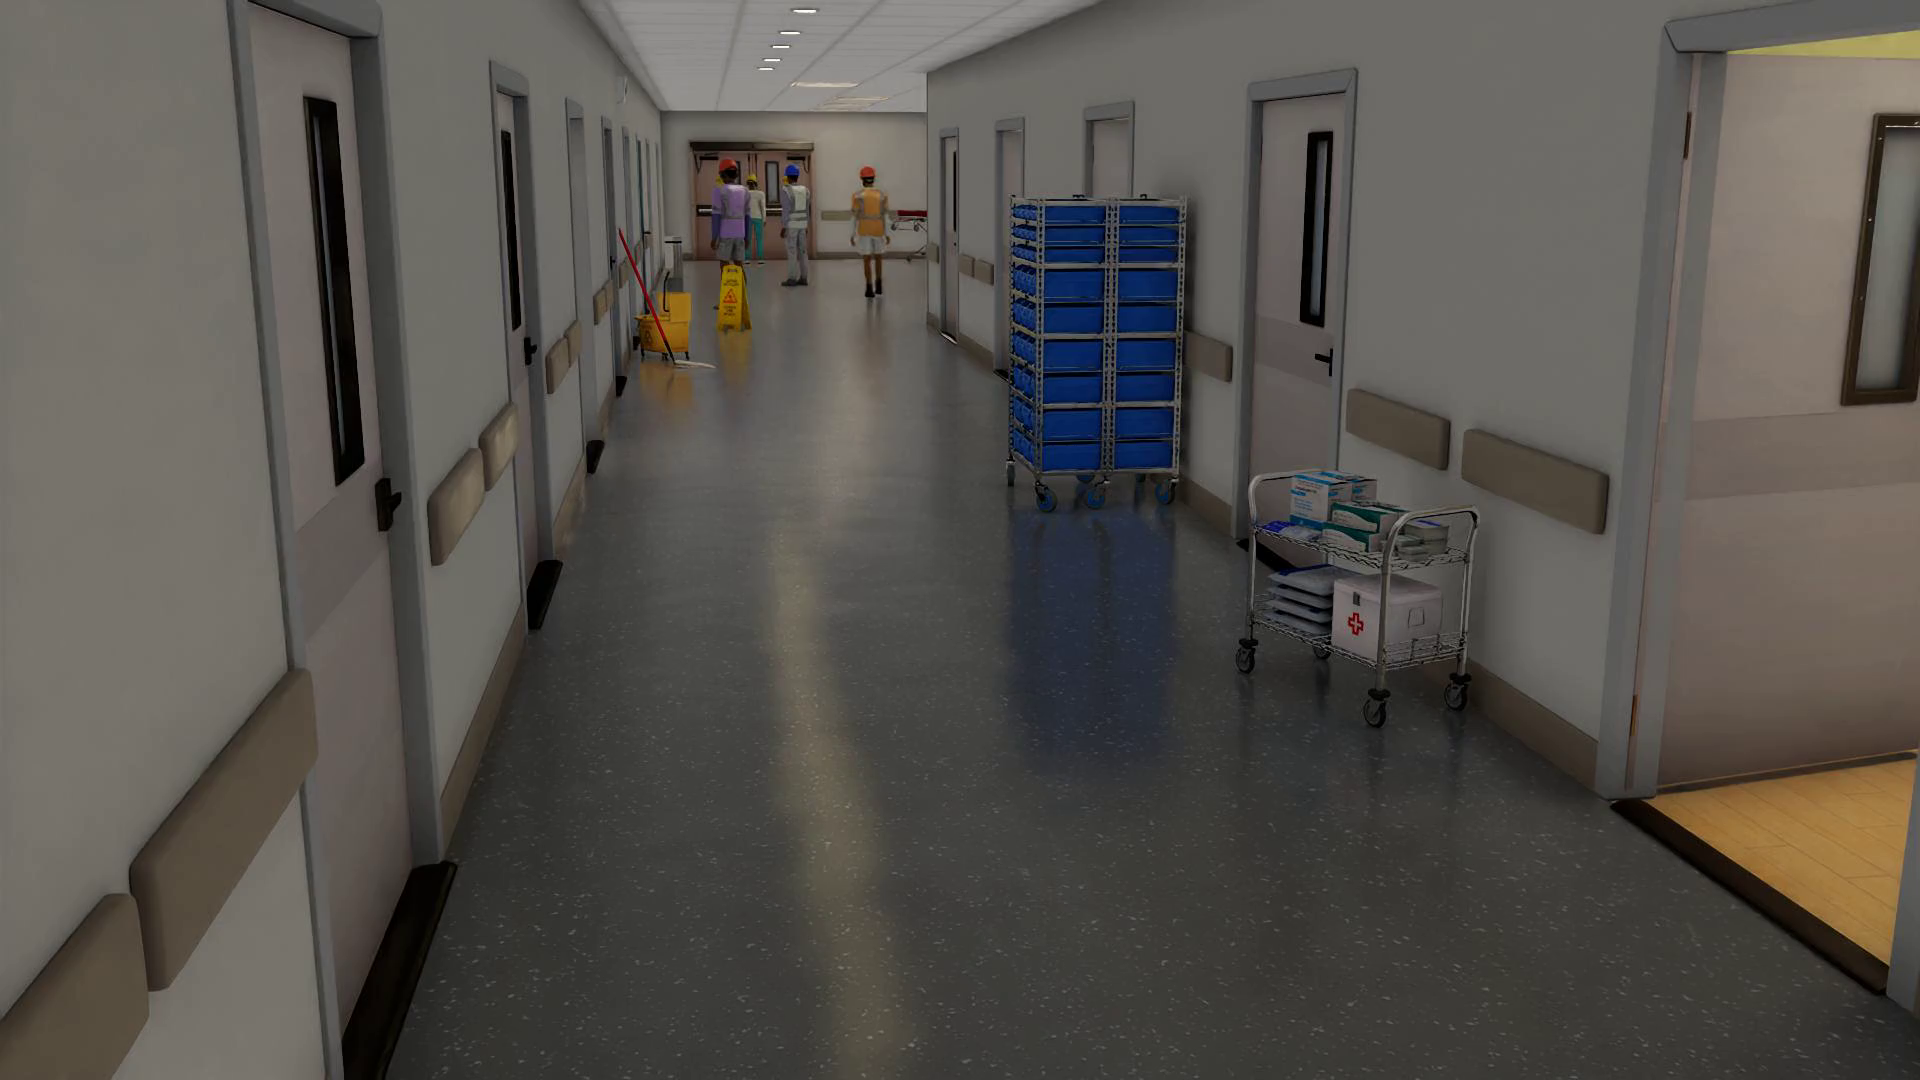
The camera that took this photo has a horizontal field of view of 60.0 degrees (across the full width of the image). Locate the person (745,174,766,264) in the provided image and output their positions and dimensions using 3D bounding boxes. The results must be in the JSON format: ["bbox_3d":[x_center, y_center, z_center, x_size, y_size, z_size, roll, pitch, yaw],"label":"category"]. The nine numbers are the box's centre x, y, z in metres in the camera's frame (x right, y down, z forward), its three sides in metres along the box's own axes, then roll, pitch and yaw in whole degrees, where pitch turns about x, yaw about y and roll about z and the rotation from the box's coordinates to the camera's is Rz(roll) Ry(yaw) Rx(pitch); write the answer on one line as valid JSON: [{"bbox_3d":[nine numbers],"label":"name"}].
[{"bbox_3d":[-4.109,-6.359,33.008,0.525,1.769,0.310,0,13,-2],"label":"person"}]

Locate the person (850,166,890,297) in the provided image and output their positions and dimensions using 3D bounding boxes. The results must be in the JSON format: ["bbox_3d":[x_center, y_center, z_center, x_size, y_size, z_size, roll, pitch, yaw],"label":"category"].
[{"bbox_3d":[-1.357,-4.581,24.743,0.581,1.924,0.491,-3,13,-15],"label":"person"}]

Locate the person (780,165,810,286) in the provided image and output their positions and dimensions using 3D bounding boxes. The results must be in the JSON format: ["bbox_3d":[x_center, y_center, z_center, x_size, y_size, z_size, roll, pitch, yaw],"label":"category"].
[{"bbox_3d":[-2.687,-5.098,26.995,0.389,1.946,0.614,10,16,37],"label":"person"}]

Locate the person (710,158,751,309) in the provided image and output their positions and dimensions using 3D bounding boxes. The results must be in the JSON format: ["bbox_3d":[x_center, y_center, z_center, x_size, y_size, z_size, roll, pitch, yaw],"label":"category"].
[{"bbox_3d":[-3.127,-4.150,22.612,0.612,2.033,0.408,-12,17,-43],"label":"person"}]
